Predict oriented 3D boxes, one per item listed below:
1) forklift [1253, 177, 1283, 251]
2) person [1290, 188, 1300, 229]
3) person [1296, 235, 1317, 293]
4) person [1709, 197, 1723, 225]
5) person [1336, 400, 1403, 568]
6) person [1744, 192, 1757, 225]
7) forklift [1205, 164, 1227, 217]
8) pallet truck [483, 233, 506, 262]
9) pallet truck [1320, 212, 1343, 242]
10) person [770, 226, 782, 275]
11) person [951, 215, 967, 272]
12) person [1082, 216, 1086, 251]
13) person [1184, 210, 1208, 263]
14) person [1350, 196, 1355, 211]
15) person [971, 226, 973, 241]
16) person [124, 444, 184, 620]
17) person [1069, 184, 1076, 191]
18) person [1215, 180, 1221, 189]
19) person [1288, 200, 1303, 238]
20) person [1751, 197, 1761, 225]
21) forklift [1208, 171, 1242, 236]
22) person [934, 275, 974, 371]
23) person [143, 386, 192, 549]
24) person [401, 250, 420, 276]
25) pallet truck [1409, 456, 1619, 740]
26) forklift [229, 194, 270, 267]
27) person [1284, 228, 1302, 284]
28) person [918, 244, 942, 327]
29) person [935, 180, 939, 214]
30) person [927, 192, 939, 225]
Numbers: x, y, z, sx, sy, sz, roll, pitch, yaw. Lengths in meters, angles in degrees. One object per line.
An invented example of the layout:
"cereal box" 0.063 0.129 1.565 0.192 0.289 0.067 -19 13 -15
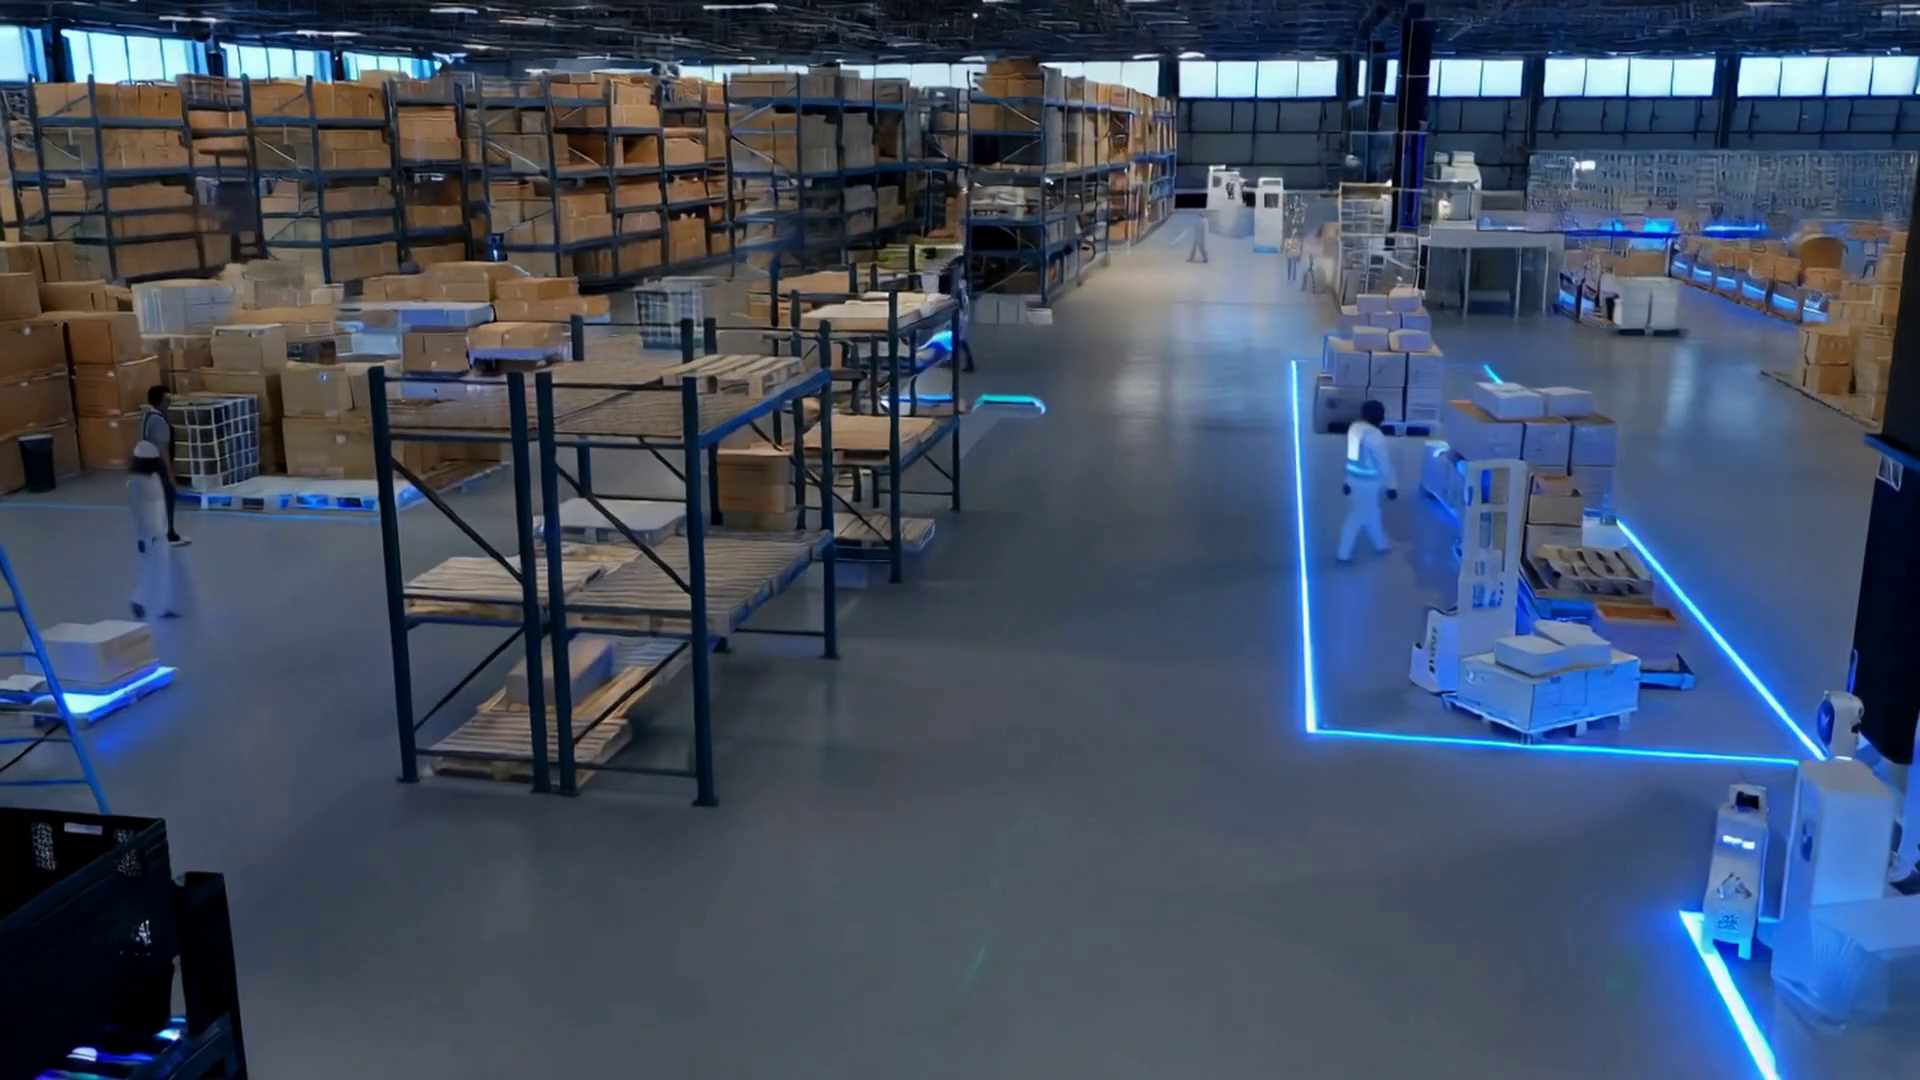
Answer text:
"forklift" 12.083 -12.747 64.956 1.129 2.768 1.873 3 14 10
"person" 16.057 -15.847 79.502 0.612 1.936 0.414 -12 18 -39
"person" 10.050 -7.976 48.059 0.743 1.662 0.553 3 14 12
"person" 32.667 -13.920 71.937 0.567 1.808 0.913 8 16 30
"person" 4.459 -0.602 17.868 0.926 1.803 0.643 -2 14 -10
"person" 34.611 -14.196 72.710 0.809 1.956 0.676 9 17 34
"forklift" 13.903 -18.892 89.904 1.129 2.768 1.873 3 14 10
"pallet truck" -11.832 -7.026 43.548 1.885 1.965 0.823 8 16 28
"pallet truck" 15.874 -13.227 70.310 0.680 1.201 1.601 10 17 35
"person" -5.804 -9.568 54.024 0.644 1.916 0.597 5 15 21
"person" 0.015 -9.809 55.079 0.646 1.893 0.420 -1 14 -4
"person" 4.377 -10.793 59.610 0.371 1.617 0.518 1 14 6
"person" 8.408 -10.763 58.974 0.929 1.863 0.665 2 14 8
"person" 20.670 -17.791 87.801 0.485 1.735 0.347 -9 17 -34
"person" 0.542 -11.846 63.467 0.452 1.822 0.568 -11 18 -37
"person" -7.760 -0.058 15.849 0.522 1.711 0.539 2 14 8
"person" 5.873 -17.804 87.630 0.639 1.842 1.041 0 14 1
"person" 14.166 -18.887 91.872 0.759 1.909 0.565 1 14 5
"person" 13.710 -12.940 67.925 0.609 1.823 0.420 1 14 4
"person" 33.470 -13.492 70.016 0.512 1.897 0.651 7 15 25
"forklift" 12.049 -15.062 74.355 1.129 2.768 1.873 -6 15 -22
"person" -0.128 -4.240 32.429 0.916 1.896 0.572 1 14 4
"person" -8.925 -0.811 18.649 0.338 1.839 0.525 -10 17 -35
"person" -13.782 -6.432 41.757 0.318 1.697 0.536 9 16 31
"pallet truck" 4.504 0.400 13.395 0.823 1.965 1.885 -6 15 -23
"forklift" -20.766 -8.676 48.430 1.129 2.768 1.873 3 14 10
"person" 10.244 -8.751 51.197 0.541 1.677 0.647 3 14 13
"person" -0.716 -6.092 39.817 0.607 1.966 0.367 -5 15 -21
"person" -1.466 -19.291 93.539 0.542 1.916 0.746 -13 19 -43
"person" -1.347 -16.642 83.022 0.613 1.776 0.952 2 14 9
